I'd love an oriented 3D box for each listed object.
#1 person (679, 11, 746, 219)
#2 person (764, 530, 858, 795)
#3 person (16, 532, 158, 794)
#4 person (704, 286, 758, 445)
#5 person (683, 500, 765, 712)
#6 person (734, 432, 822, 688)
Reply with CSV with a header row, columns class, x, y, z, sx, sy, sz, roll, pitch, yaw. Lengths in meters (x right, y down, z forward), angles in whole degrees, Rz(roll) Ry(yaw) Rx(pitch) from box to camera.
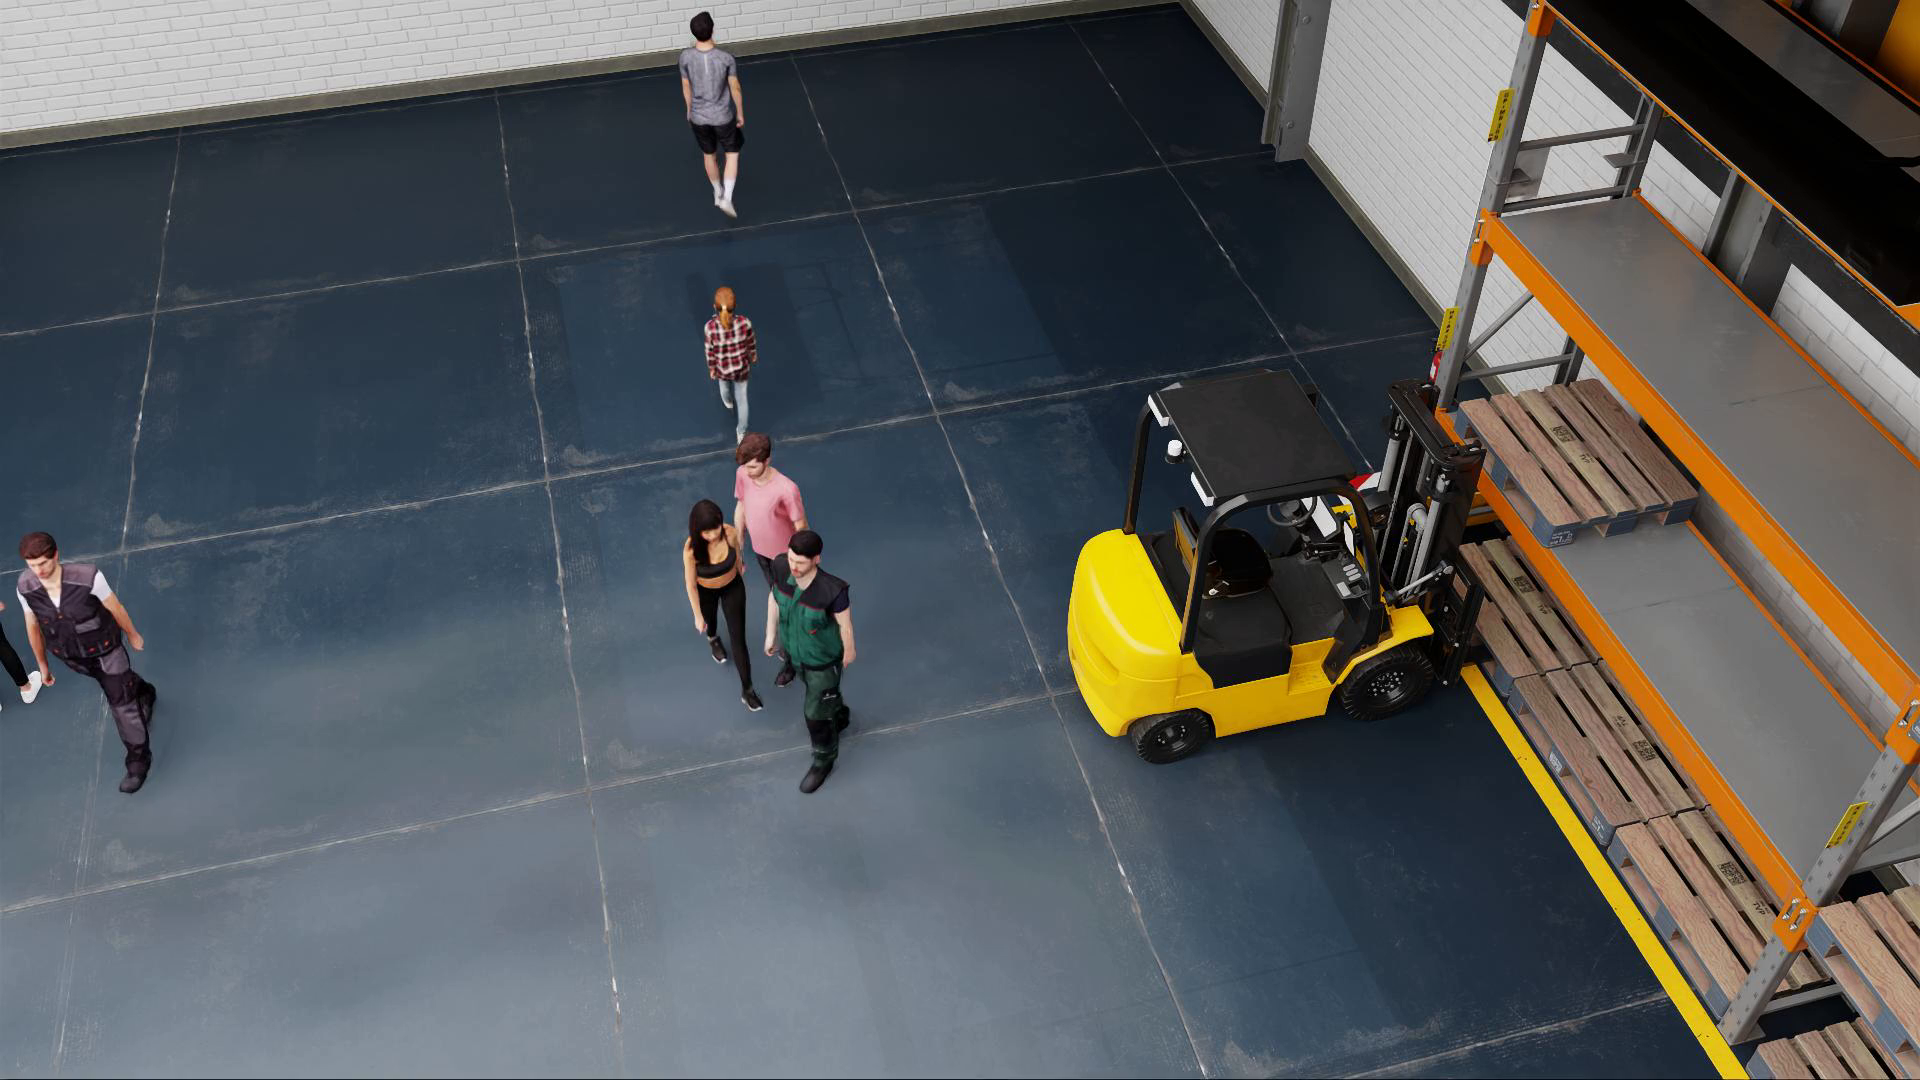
class,x,y,z,sx,sy,sz,roll,pitch,yaw
person,-2.155,-3.657,14.430,0.830,1.862,0.995,2,44,2
person,-0.820,0.591,9.962,0.971,1.875,1.012,27,50,25
person,-5.215,0.575,10.031,0.812,1.804,1.212,-4,44,-4
person,-1.681,-1.266,12.348,0.550,1.272,0.865,-9,44,-10
person,-1.559,0.277,10.491,0.708,1.599,1.116,-19,47,-19
person,-1.092,0.008,10.531,0.826,1.935,0.886,29,51,27
